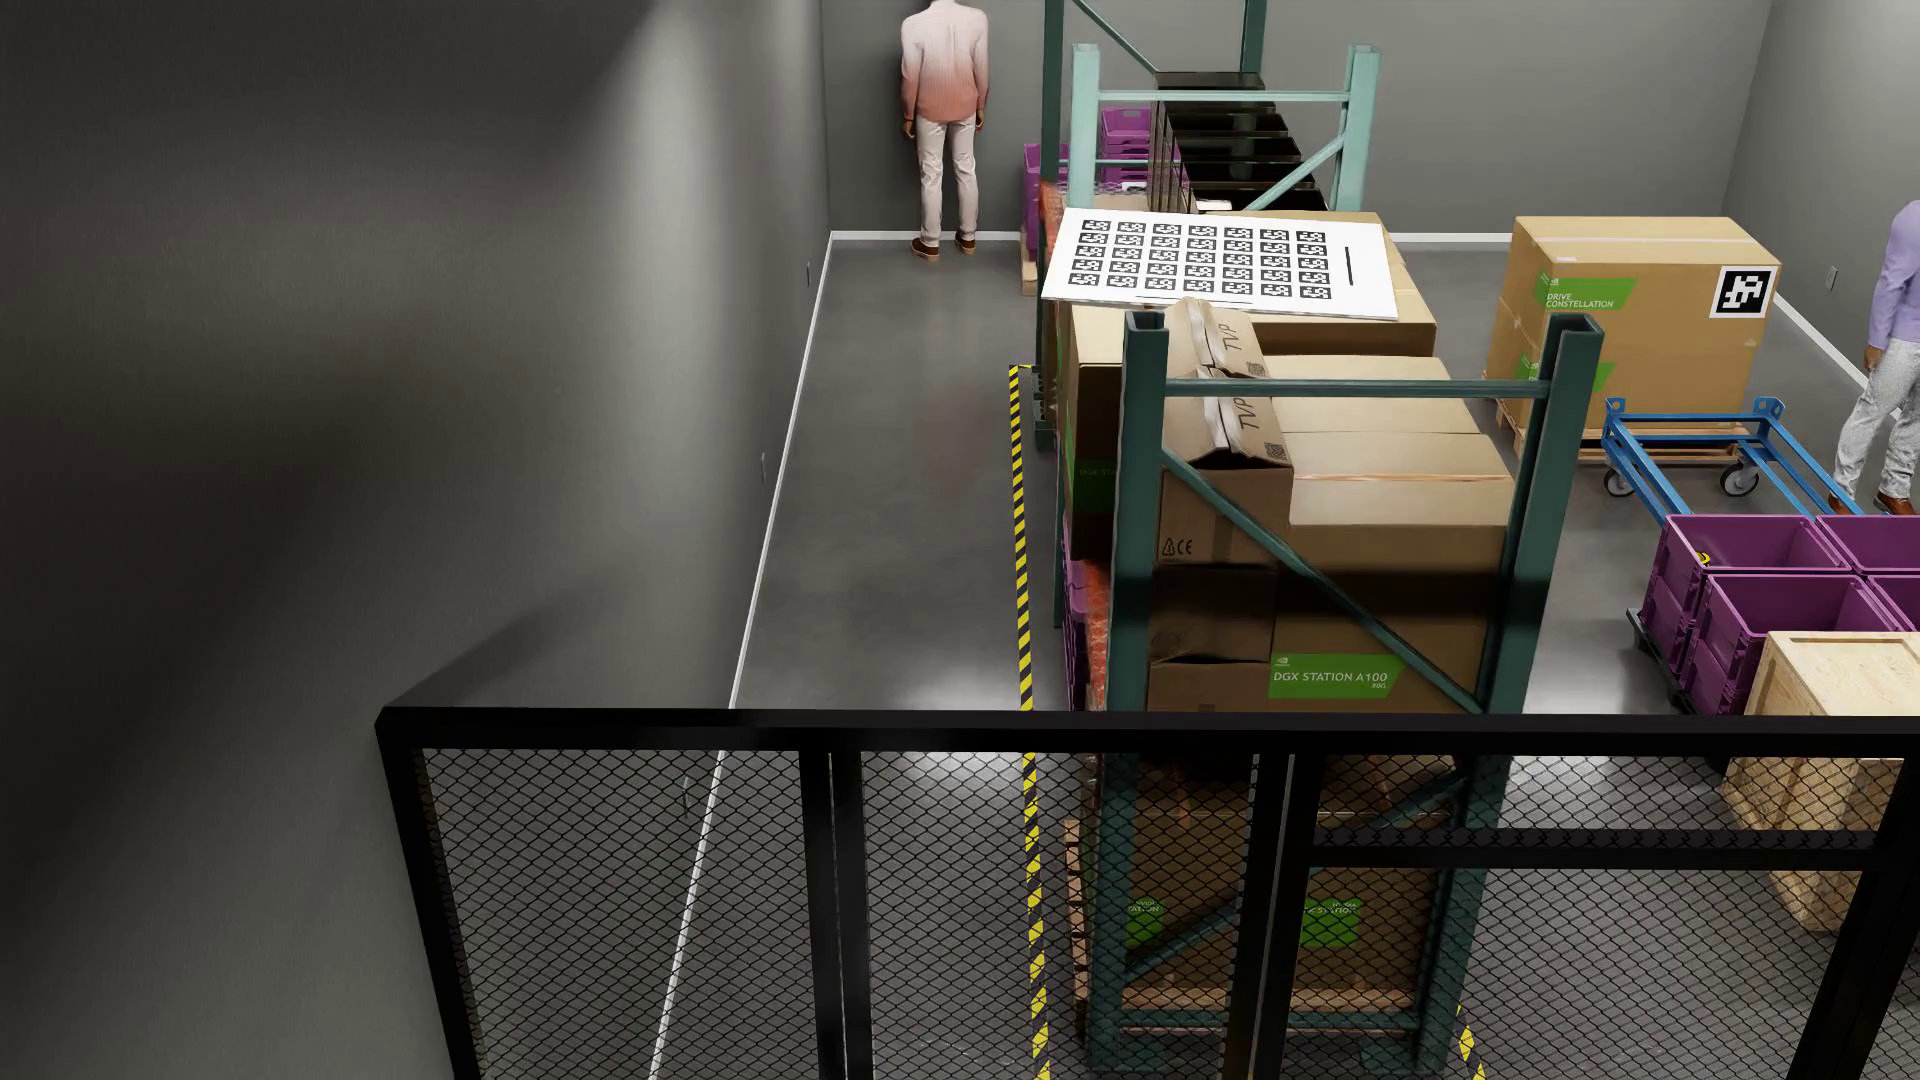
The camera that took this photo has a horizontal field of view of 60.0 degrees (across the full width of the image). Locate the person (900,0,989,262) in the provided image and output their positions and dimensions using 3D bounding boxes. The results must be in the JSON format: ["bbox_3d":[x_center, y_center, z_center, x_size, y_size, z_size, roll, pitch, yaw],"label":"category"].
[{"bbox_3d":[-0.104,-2.810,10.829,0.610,1.995,0.375,-13,33,-20],"label":"person"}]

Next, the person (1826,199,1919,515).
[{"bbox_3d":[4.541,-0.944,7.782,0.627,1.941,0.374,0,31,0],"label":"person"}]
